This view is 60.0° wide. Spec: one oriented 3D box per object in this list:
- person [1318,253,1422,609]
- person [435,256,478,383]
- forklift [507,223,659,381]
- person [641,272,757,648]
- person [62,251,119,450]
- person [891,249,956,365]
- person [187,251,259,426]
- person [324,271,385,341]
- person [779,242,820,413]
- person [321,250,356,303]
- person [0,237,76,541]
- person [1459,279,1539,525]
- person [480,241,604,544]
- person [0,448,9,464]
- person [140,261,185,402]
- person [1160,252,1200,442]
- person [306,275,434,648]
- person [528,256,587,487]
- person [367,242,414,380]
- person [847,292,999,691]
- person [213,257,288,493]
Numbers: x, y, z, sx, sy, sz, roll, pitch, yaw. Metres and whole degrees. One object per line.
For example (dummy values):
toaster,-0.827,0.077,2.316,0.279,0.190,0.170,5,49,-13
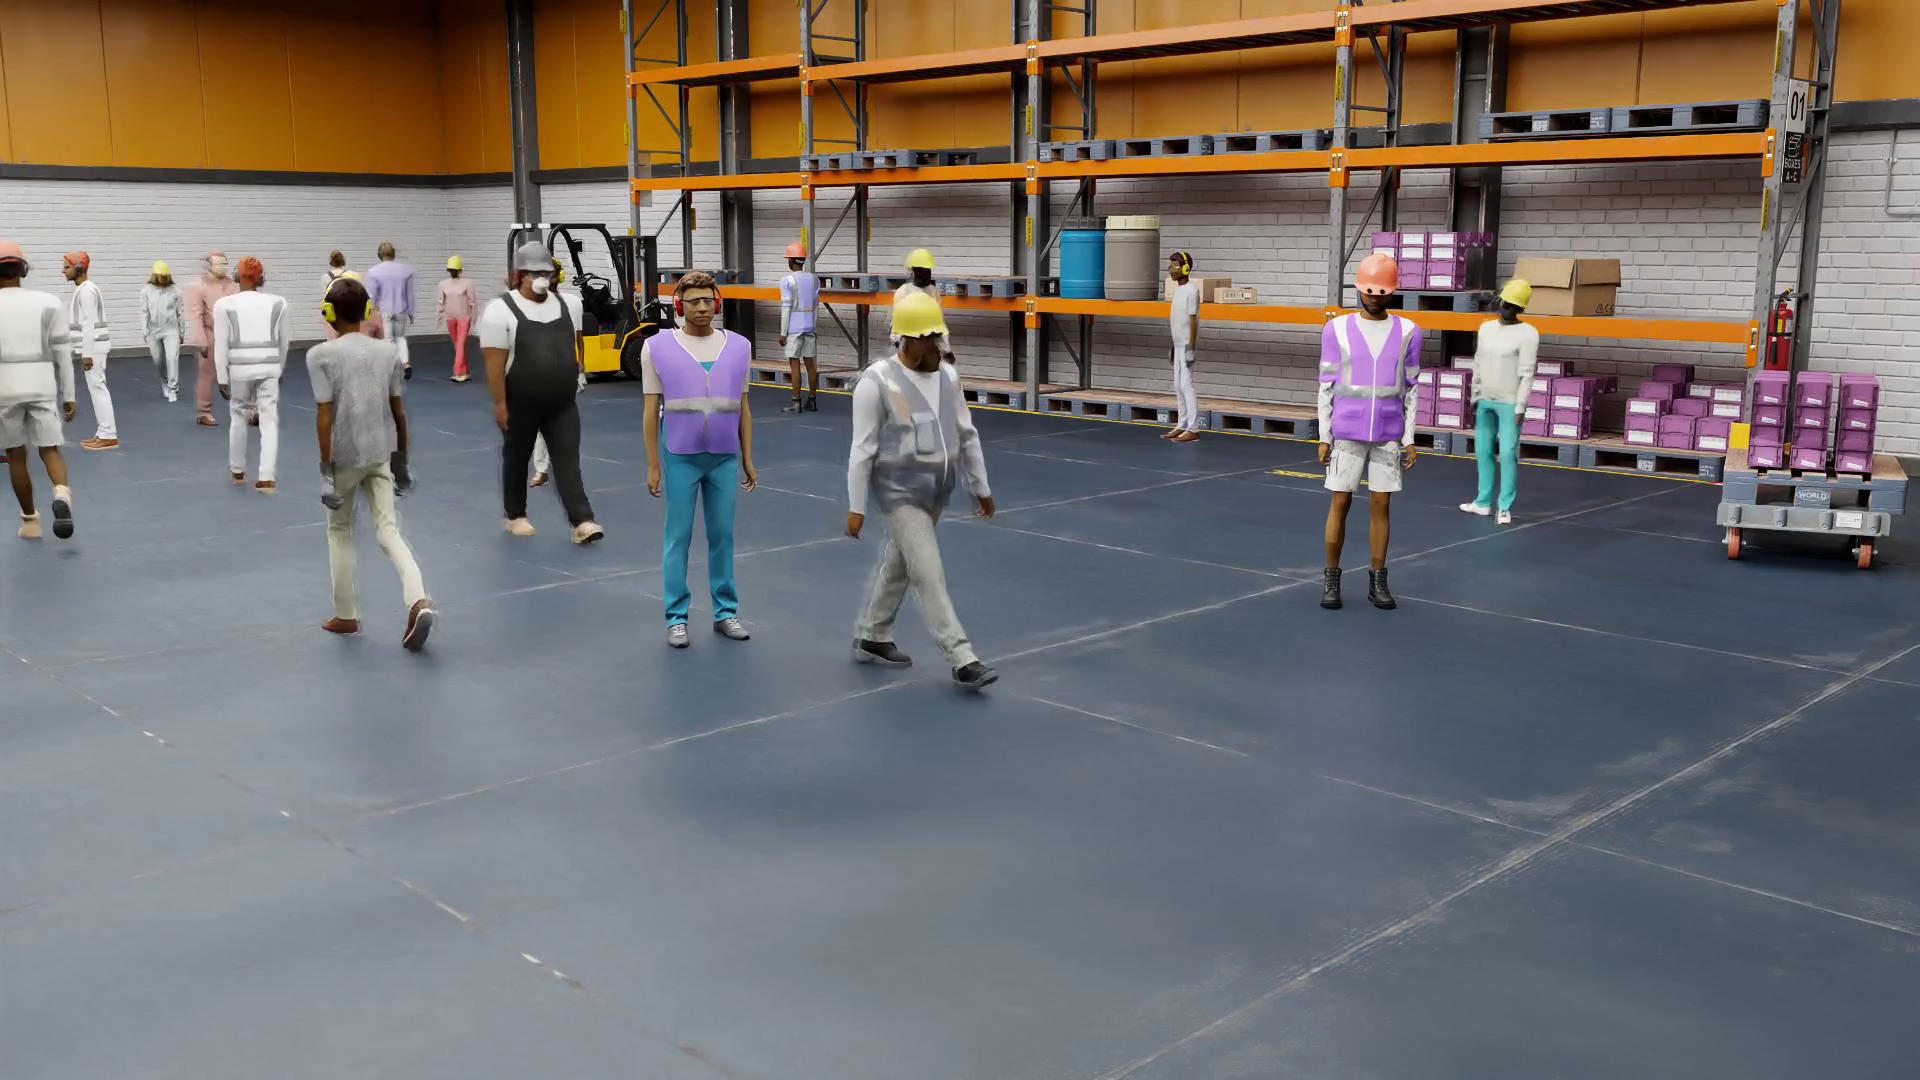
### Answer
person,2.210,-0.576,8.998,0.542,1.927,0.374,1,10,3
person,-6.923,-2.998,22.730,0.556,1.714,0.861,2,11,9
forklift,-5.316,-3.263,22.920,2.313,2.155,1.214,-10,14,-44
person,-1.295,-0.401,8.263,0.570,1.845,0.383,-6,12,-29
person,-8.256,-1.792,15.784,0.354,1.876,0.573,-6,12,-30
person,-0.313,-1.846,16.049,0.970,1.881,0.594,7,13,34
person,-7.774,-2.113,17.577,0.985,1.853,0.677,6,12,31
person,-5.178,-1.440,14.288,0.545,1.716,0.928,-9,13,-39
person,-1.848,-2.414,18.989,0.354,1.939,0.544,10,14,42
person,-8.942,-3.277,24.053,0.523,1.817,0.869,-1,10,-7
person,-6.079,-0.954,10.817,0.608,2.019,0.775,-9,14,-40
person,3.771,-0.978,11.750,0.309,1.726,0.700,-5,12,-27
person,-2.769,-0.988,10.934,0.693,2.000,1.034,-9,13,-39
person,-8.358,-1.418,14.487,0.805,1.598,0.511,10,14,42
person,-9.804,-2.581,20.509,0.482,1.717,0.786,-3,11,-17
person,2.198,-1.900,16.408,0.317,1.860,0.515,-2,11,-13
person,-2.916,-0.382,8.220,0.897,1.838,0.522,10,14,42
person,-3.272,-1.352,13.404,0.513,1.864,0.337,-1,10,-3
person,-7.811,-3.113,22.820,0.649,1.929,0.443,-9,14,-42
person,-0.157,-0.221,7.497,0.946,1.771,0.700,9,14,41
person,-5.666,-1.327,13.302,0.578,1.842,0.945,-6,12,-31
